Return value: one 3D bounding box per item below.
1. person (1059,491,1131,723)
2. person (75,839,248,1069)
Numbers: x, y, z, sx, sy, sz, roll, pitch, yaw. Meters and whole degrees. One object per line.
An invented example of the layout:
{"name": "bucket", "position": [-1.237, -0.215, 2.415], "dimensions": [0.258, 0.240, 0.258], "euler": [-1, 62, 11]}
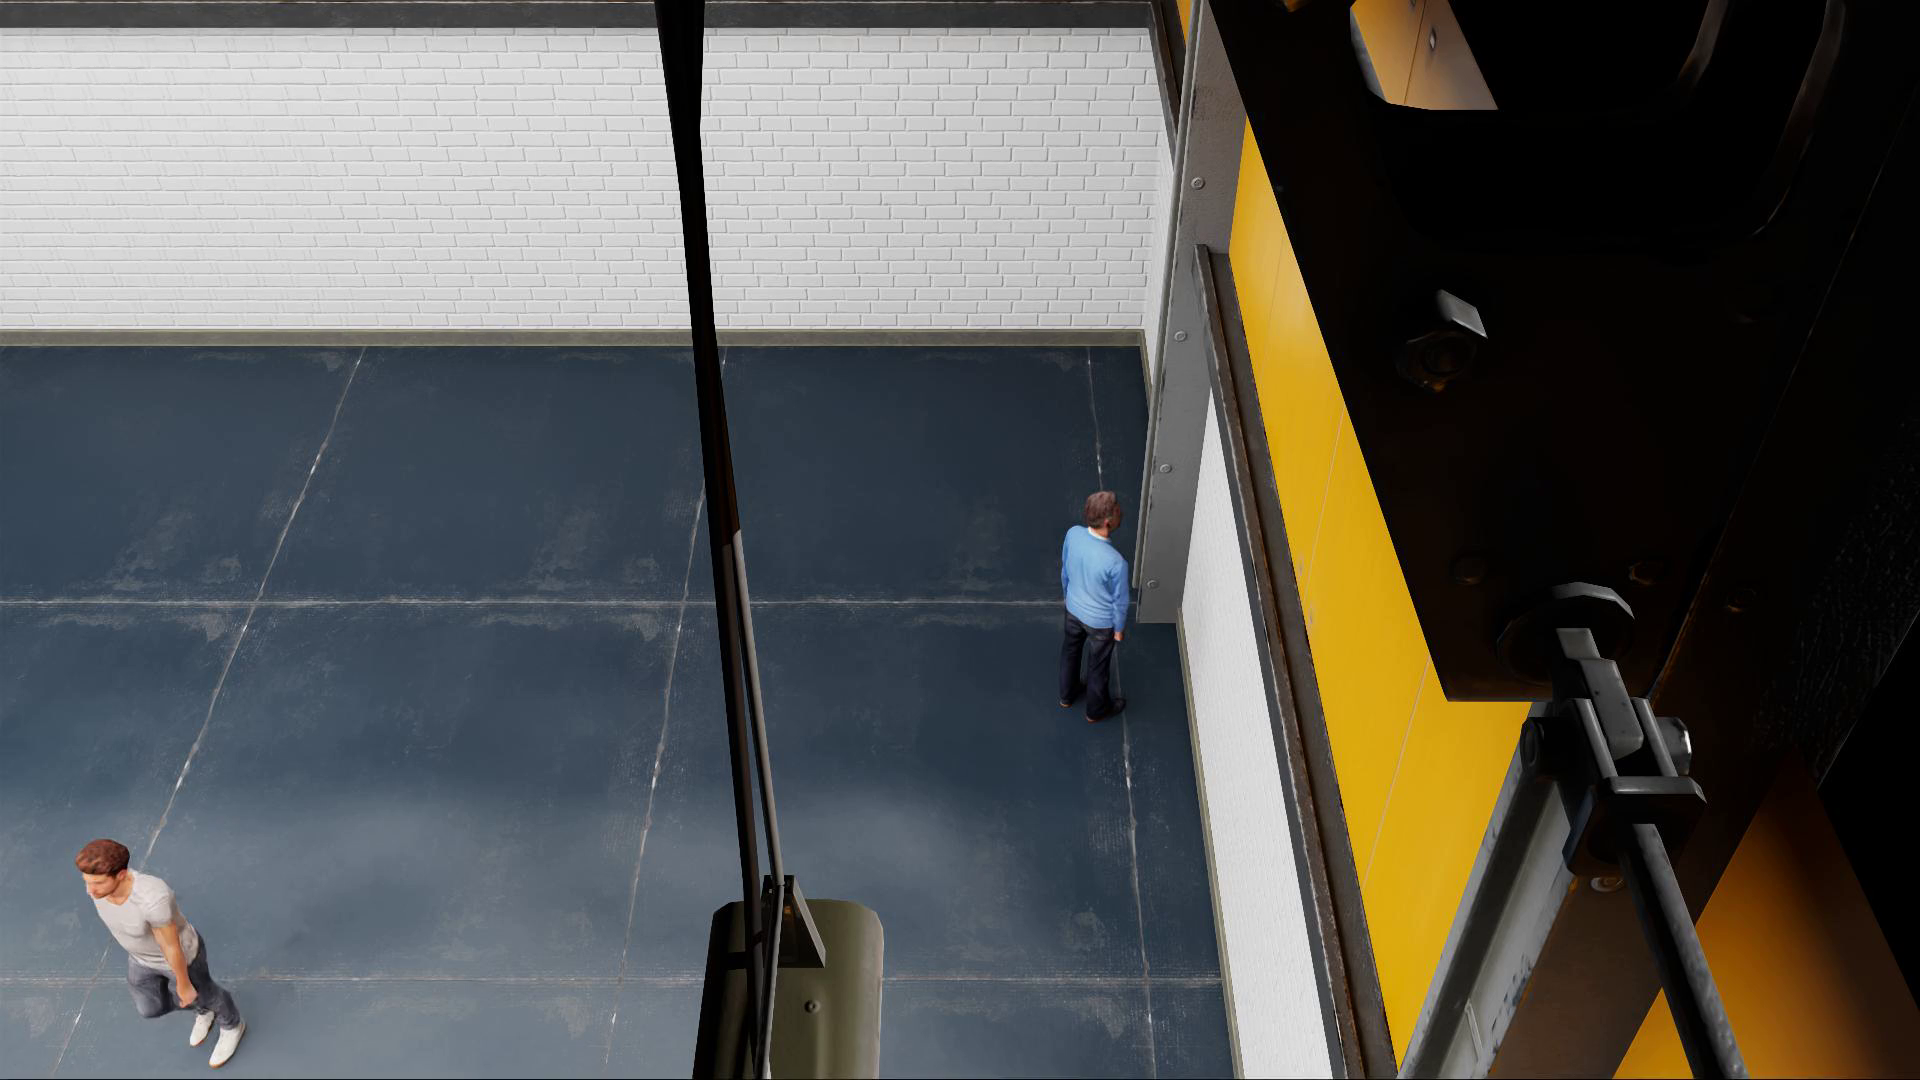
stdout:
{"name": "person", "position": [0.828, 0.418, 10.360], "dimensions": [0.790, 1.813, 0.721], "euler": [-33, 53, -30]}
{"name": "person", "position": [-4.042, 2.056, 8.591], "dimensions": [0.742, 1.881, 0.746], "euler": [12, 45, 12]}
